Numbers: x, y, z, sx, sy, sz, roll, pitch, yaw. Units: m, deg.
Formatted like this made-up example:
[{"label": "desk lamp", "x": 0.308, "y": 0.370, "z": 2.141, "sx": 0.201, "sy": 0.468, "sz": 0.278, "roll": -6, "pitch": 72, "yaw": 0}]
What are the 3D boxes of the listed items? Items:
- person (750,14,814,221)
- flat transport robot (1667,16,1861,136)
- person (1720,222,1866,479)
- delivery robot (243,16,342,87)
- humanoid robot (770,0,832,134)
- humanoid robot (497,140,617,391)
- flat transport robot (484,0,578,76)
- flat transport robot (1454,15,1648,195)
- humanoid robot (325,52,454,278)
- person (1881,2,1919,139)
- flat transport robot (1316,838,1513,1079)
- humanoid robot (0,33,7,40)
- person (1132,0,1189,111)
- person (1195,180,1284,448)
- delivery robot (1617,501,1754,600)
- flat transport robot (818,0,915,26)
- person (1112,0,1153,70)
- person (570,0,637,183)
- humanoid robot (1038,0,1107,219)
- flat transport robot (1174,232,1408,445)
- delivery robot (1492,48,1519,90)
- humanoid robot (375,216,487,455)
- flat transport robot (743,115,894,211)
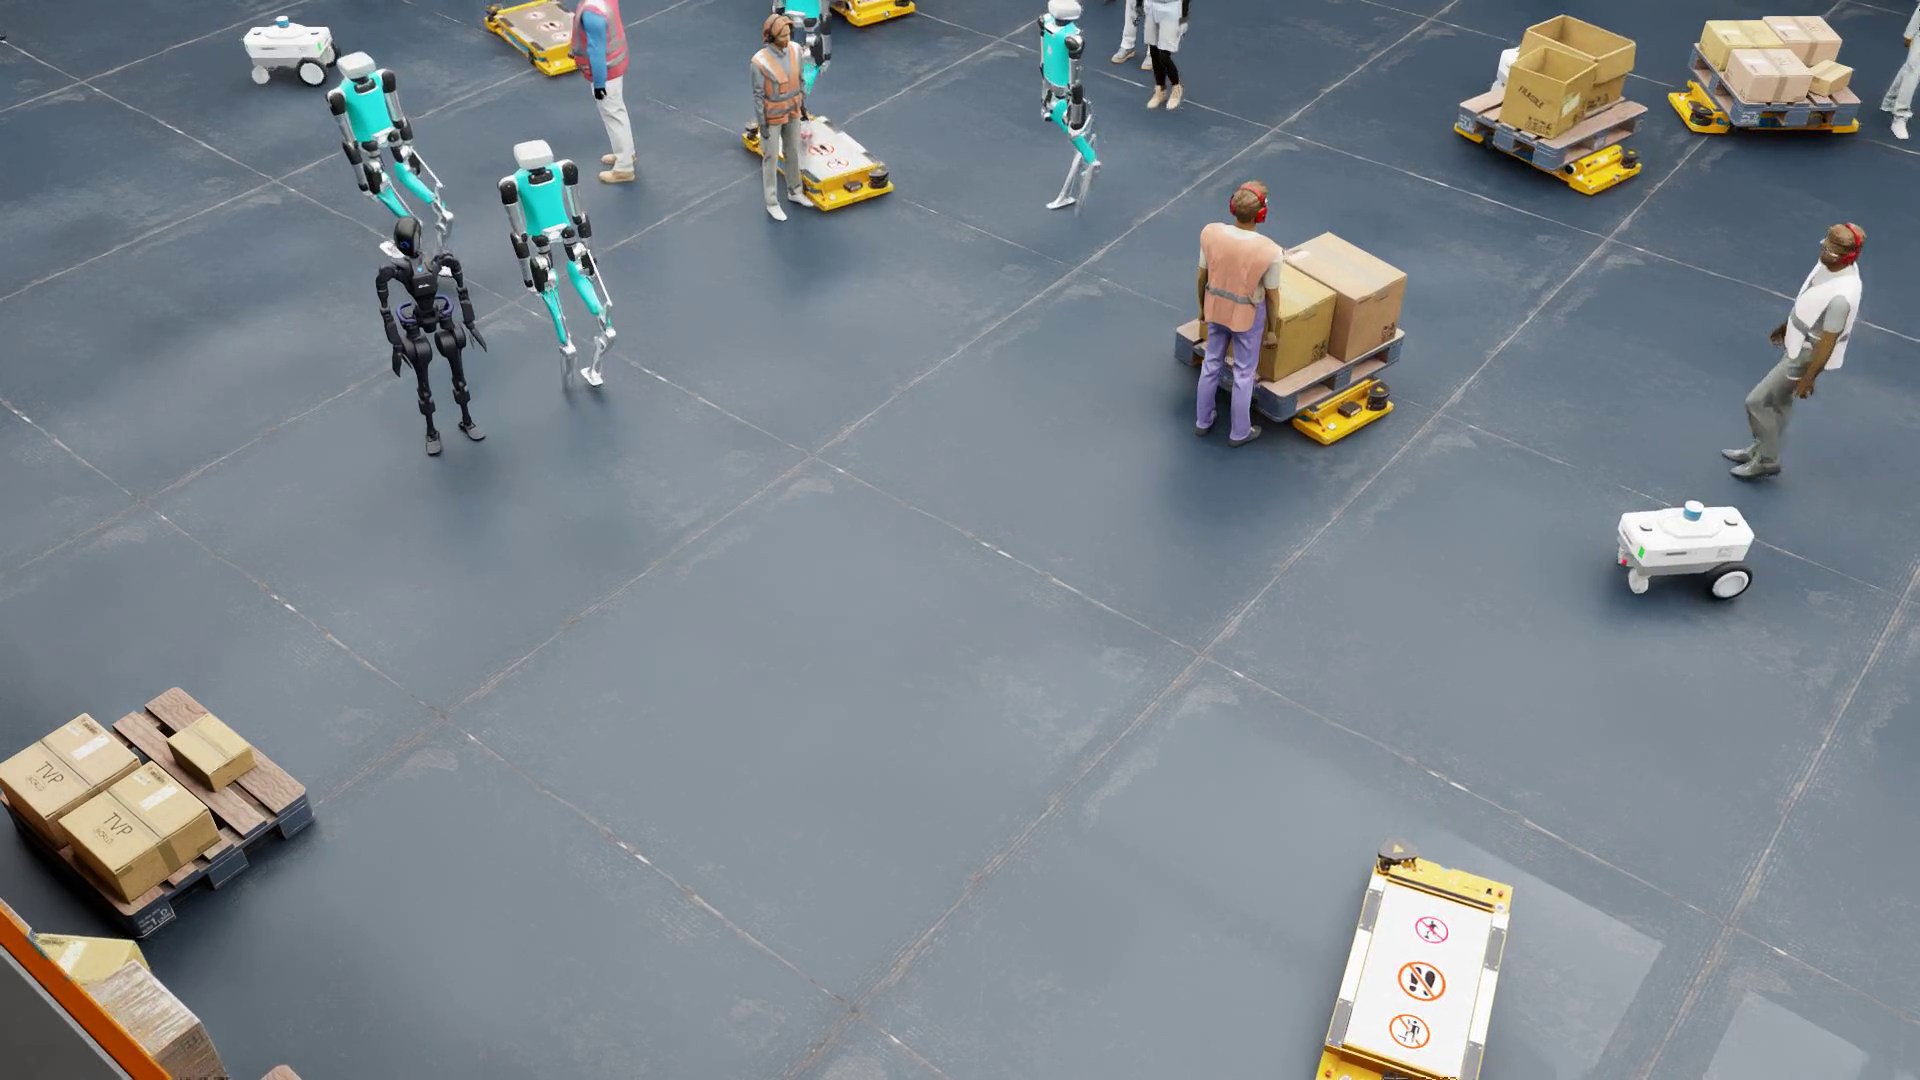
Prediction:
[{"label": "person", "x": -1.382, "y": -3.284, "z": 12.888, "sx": 0.313, "sy": 1.633, "sz": 0.515, "roll": 32, "pitch": 50, "yaw": 32}, {"label": "flat transport robot", "x": 7.017, "y": -3.783, "z": 14.528, "sx": 1.431, "sy": 0.231, "sz": 0.659, "roll": 0, "pitch": 40, "yaw": 0}, {"label": "person", "x": 5.169, "y": -1.158, "z": 10.242, "sx": 0.490, "sy": 1.827, "sz": 0.593, "roll": 18, "pitch": 43, "yaw": 20}, {"label": "delivery robot", "x": -6.056, "y": -4.440, "z": 15.093, "sx": 0.814, "sy": 0.610, "sz": 0.499, "roll": 0, "pitch": 40, "yaw": 0}, {"label": "humanoid robot", "x": -1.367, "y": -3.902, "z": 13.549, "sx": 0.531, "sy": 1.794, "sz": 0.794, "roll": 13, "pitch": 42, "yaw": 15}, {"label": "humanoid robot", "x": -2.561, "y": -1.668, "z": 10.960, "sx": 0.540, "sy": 1.849, "sz": 0.761, "roll": -23, "pitch": 46, "yaw": -25}, {"label": "flat transport robot", "x": -3.895, "y": -4.772, "z": 15.691, "sx": 0.659, "sy": 0.231, "sz": 1.431, "roll": -25, "pitch": 46, "yaw": -27}, {"label": "flat transport robot", "x": 4.953, "y": -3.350, "z": 14.019, "sx": 0.659, "sy": 0.231, "sz": 1.431, "roll": -26, "pitch": 47, "yaw": -27}, {"label": "humanoid robot", "x": -4.034, "y": -2.611, "z": 12.046, "sx": 1.037, "sy": 1.750, "sz": 0.547, "roll": 29, "pitch": 48, "yaw": 30}, {"label": "person", "x": 8.213, "y": -4.290, "z": 14.019, "sx": 0.501, "sy": 1.702, "sz": 0.616, "roll": -11, "pitch": 42, "yaw": -12}, {"label": "flat transport robot", "x": 2.122, "y": 2.035, "z": 7.684, "sx": 0.659, "sy": 0.231, "sz": 1.431, "roll": 15, "pitch": 43, "yaw": 17}, {"label": "humanoid robot", "x": -9.378, "y": -5.338, "z": 15.267, "sx": 0.593, "sy": 1.634, "sz": 0.382, "roll": -4, "pitch": 41, "yaw": -5}, {"label": "person", "x": 1.734, "y": -4.499, "z": 14.292, "sx": 0.546, "sy": 1.672, "sz": 0.368, "roll": 33, "pitch": 50, "yaw": 32}, {"label": "person", "x": 1.735, "y": -1.397, "z": 10.507, "sx": 0.565, "sy": 1.842, "sz": 0.390, "roll": 24, "pitch": 46, "yaw": 26}, {"label": "delivery robot", "x": 4.291, "y": 0.030, "z": 9.837, "sx": 0.785, "sy": 0.614, "sz": 0.516, "roll": -4, "pitch": 40, "yaw": -4}, {"label": "flat transport robot", "x": -1.114, "y": -5.496, "z": 16.544, "sx": 0.659, "sy": 0.231, "sz": 1.431, "roll": -24, "pitch": 46, "yaw": -26}, {"label": "person", "x": 1.666, "y": -5.177, "z": 14.922, "sx": 0.582, "sy": 1.883, "sz": 0.346, "roll": 21, "pitch": 45, "yaw": 23}, {"label": "person", "x": -2.863, "y": -3.768, "z": 13.309, "sx": 0.432, "sy": 1.835, "sz": 0.628, "roll": -2, "pitch": 40, "yaw": -2}, {"label": "humanoid robot", "x": 0.933, "y": -3.339, "z": 12.894, "sx": 0.655, "sy": 1.820, "sz": 0.539, "roll": -19, "pitch": 44, "yaw": -21}, {"label": "flat transport robot", "x": 2.225, "y": -1.164, "z": 11.448, "sx": 0.659, "sy": 0.231, "sz": 1.431, "roll": -27, "pitch": 47, "yaw": -28}, {"label": "delivery robot", "x": 5.034, "y": -4.021, "z": 14.583, "sx": 0.499, "sy": 0.589, "sz": 0.785, "roll": -11, "pitch": 42, "yaw": -13}, {"label": "humanoid robot", "x": -3.329, "y": -1.306, "z": 10.517, "sx": 0.599, "sy": 1.655, "sz": 0.315, "roll": -20, "pitch": 44, "yaw": -22}, {"label": "flat transport robot", "x": -1.194, "y": -3.173, "z": 13.811, "sx": 0.659, "sy": 0.231, "sz": 1.431, "roll": -22, "pitch": 45, "yaw": -24}]
